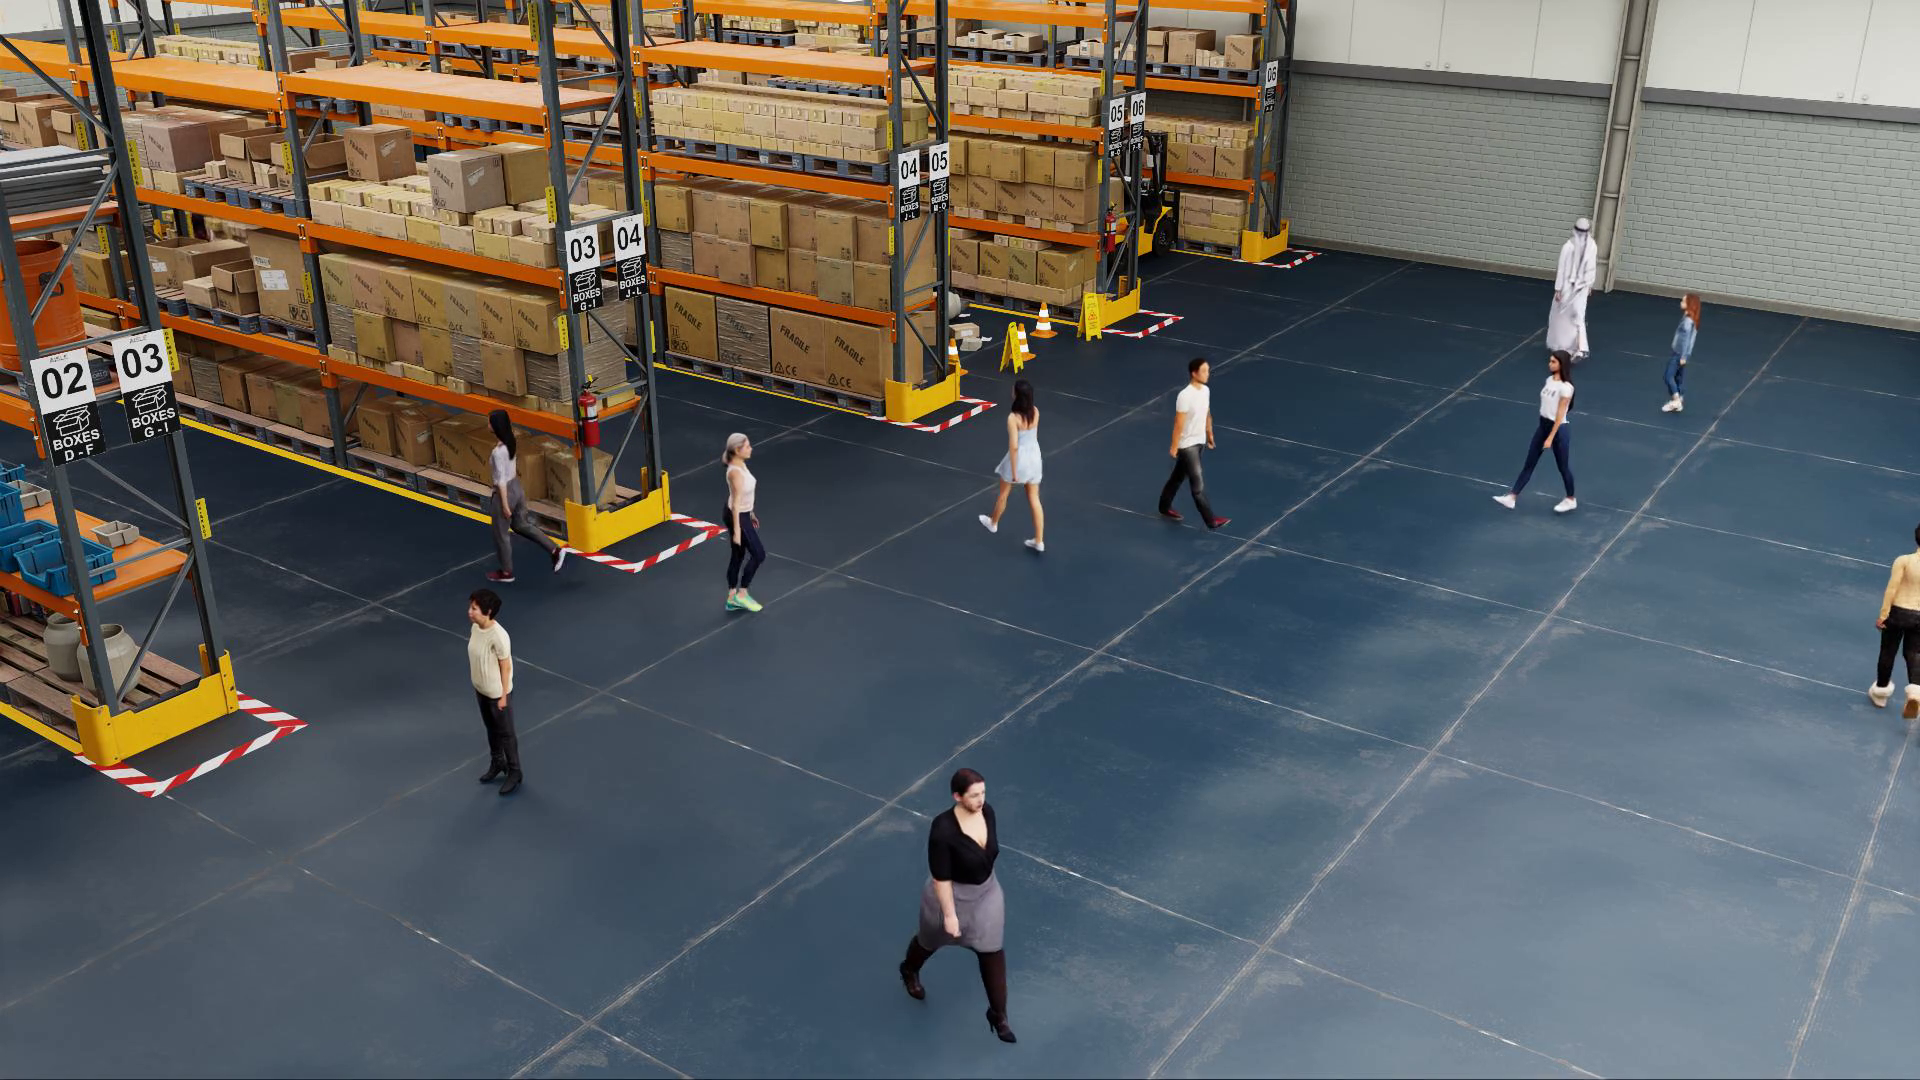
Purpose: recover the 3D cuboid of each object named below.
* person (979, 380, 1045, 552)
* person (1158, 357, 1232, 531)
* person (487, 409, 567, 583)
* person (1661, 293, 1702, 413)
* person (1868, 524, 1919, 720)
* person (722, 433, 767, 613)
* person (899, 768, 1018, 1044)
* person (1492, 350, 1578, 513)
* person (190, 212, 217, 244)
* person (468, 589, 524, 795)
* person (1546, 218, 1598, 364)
[{"bbox_3d":[0.685,-0.702,16.270,0.792,1.688,1.143,-17,28,-35],"label":"person"},{"bbox_3d":[2.250,-0.982,16.835,1.090,1.761,0.659,16,28,32],"label":"person"},{"bbox_3d":[-4.109,-0.393,15.516,1.086,1.710,0.880,3,23,6],"label":"person"},{"bbox_3d":[8.842,-2.259,20.211,0.596,1.469,0.640,10,25,21],"label":"person"},{"bbox_3d":[7.529,0.649,13.152,0.926,1.642,0.854,5,24,12],"label":"person"},{"bbox_3d":[-2.082,-0.148,14.967,0.783,1.688,0.723,-3,23,-8],"label":"person"},{"bbox_3d":[-0.075,2.076,9.699,0.855,1.718,1.178,-18,29,-36],"label":"person"},{"bbox_3d":[6.184,-1.072,17.088,1.146,1.729,1.137,-6,24,-14],"label":"person"},{"bbox_3d":[-10.727,-3.865,23.780,0.769,1.632,0.596,17,29,35],"label":"person"},{"bbox_3d":[-3.418,1.089,12.187,0.468,1.587,0.684,21,31,40],"label":"person"},{"bbox_3d":[8.177,-3.284,22.080,1.276,1.892,1.253,-1,23,-2],"label":"person"}]
